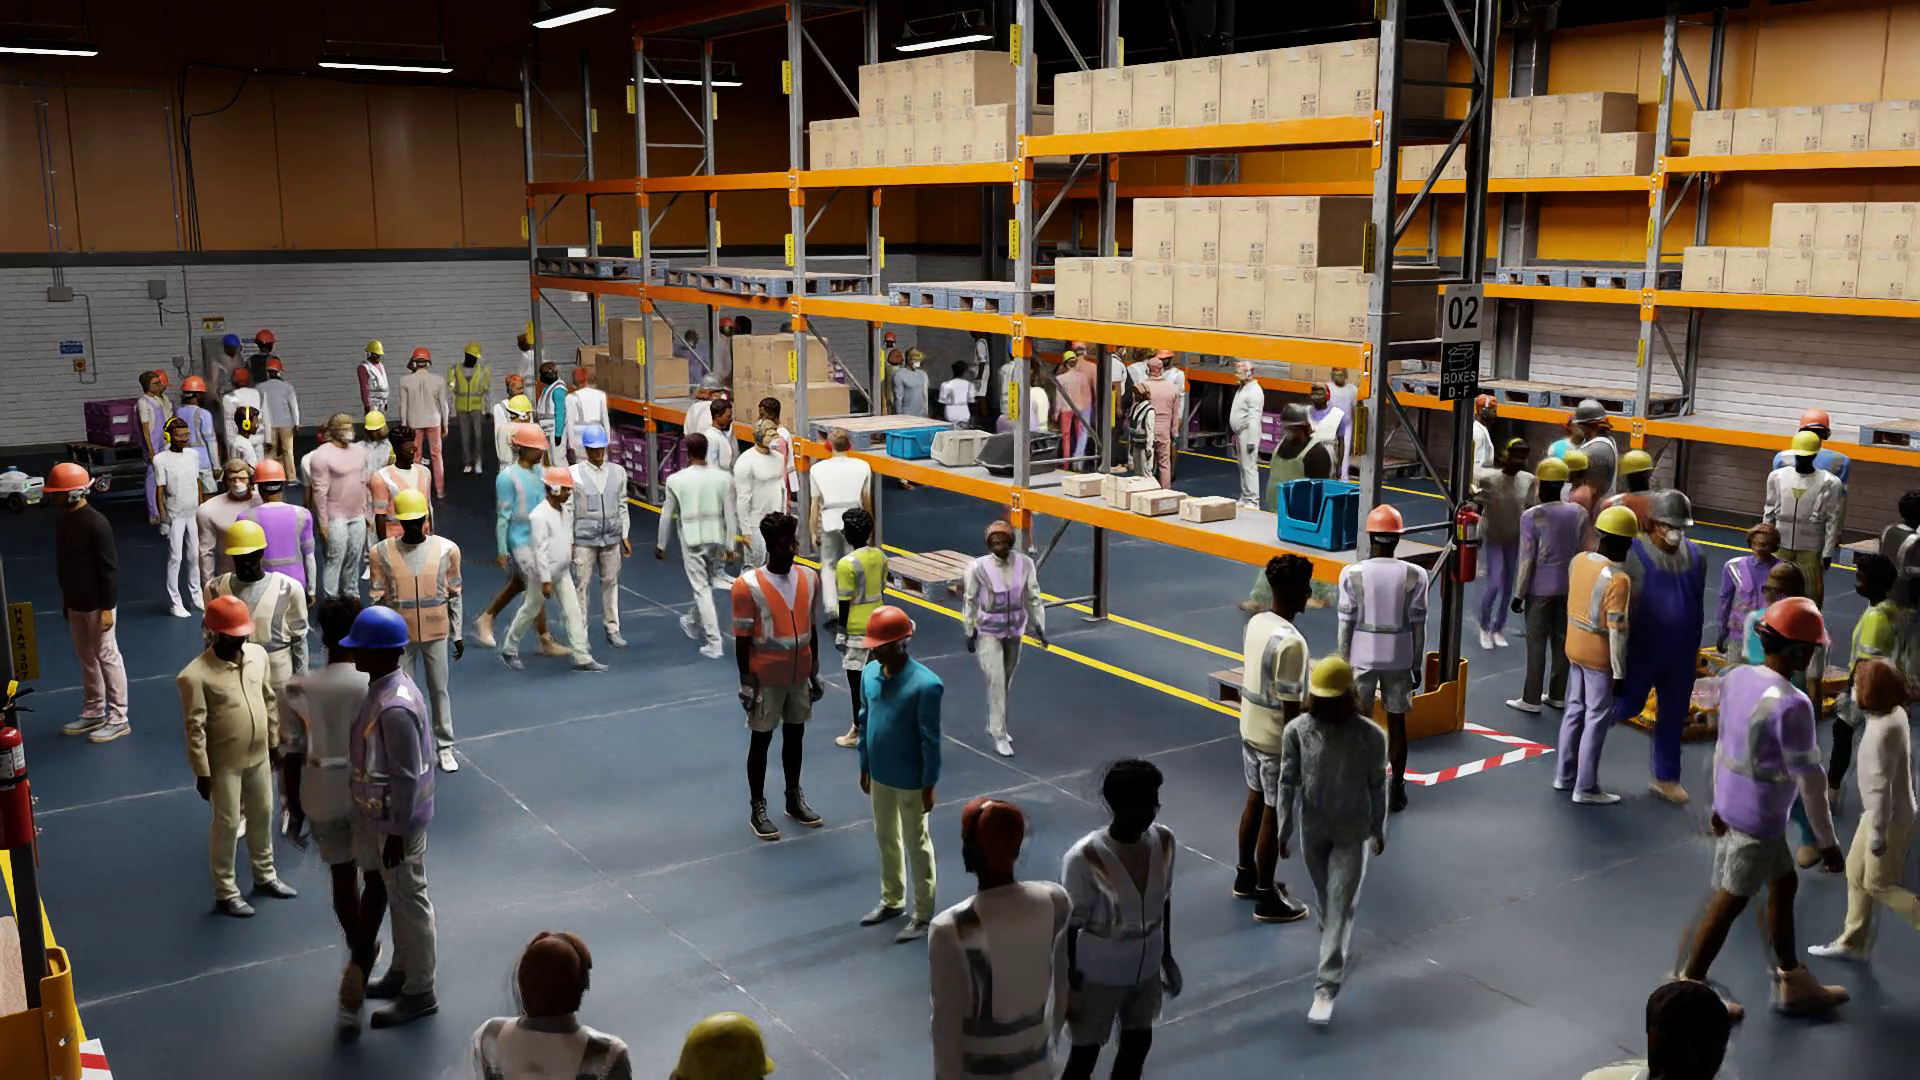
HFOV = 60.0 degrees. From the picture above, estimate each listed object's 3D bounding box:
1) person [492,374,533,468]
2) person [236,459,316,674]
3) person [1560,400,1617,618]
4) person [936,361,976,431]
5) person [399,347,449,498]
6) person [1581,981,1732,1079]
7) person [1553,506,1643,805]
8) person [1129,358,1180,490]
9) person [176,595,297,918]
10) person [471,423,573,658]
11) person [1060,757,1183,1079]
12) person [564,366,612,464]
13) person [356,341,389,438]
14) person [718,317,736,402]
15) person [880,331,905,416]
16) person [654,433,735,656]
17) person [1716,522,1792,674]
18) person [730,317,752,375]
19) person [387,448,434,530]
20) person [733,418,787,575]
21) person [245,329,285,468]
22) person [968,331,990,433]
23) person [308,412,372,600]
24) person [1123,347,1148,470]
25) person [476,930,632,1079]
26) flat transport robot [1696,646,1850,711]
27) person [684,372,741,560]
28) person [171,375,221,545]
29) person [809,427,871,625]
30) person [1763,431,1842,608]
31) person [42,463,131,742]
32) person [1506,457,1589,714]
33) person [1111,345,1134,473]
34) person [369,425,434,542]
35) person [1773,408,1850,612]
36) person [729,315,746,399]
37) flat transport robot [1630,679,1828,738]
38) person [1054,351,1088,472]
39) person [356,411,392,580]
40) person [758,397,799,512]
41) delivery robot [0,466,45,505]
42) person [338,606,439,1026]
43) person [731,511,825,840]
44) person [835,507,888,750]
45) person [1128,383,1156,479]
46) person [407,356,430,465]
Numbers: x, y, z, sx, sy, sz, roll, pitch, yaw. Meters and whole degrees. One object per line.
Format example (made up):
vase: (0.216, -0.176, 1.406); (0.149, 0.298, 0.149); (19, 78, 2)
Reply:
person: (-5.157, -0.988, 19.329); (0.352, 1.880, 0.577); (7, 13, 30)
person: (-5.057, 0.360, 12.320); (0.550, 1.925, 0.393); (-8, 14, -35)
person: (5.756, -0.296, 15.365); (0.537, 2.000, 0.678); (5, 12, 25)
person: (-0.095, -1.720, 23.648); (0.535, 1.647, 0.729); (-8, 13, -34)
person: (-7.028, -1.533, 21.848); (0.616, 1.986, 0.407); (-3, 12, -17)
person: (1.857, 1.964, 4.235); (0.956, 1.883, 0.607); (-10, 15, -42)
person: (4.029, 0.725, 10.478); (0.398, 1.914, 0.591); (-2, 11, -10)
person: (2.457, -1.360, 21.157); (0.651, 1.907, 0.409); (-3, 11, -16)
person: (-3.825, 1.136, 8.822); (0.356, 1.739, 0.573); (5, 12, 23)
person: (-3.765, -0.012, 14.073); (1.001, 2.001, 0.609); (3, 12, 17)
person: (0.575, 1.638, 6.380); (0.609, 1.687, 0.359); (-7, 13, -32)
person: (-4.537, -1.212, 20.526); (0.587, 1.859, 0.694); (-10, 15, -42)
person: (-8.844, -2.100, 25.163); (0.404, 1.822, 0.586); (2, 11, 9)
person: (-4.053, -2.815, 28.417); (0.480, 1.975, 0.638); (-1, 11, -7)
person: (-1.182, -2.649, 28.145); (0.566, 1.750, 0.341); (-2, 11, -11)
person: (-2.254, 0.018, 14.208); (0.611, 1.863, 1.008); (-8, 13, -34)
person: (5.471, 0.680, 11.425); (0.523, 1.632, 0.315); (7, 13, 33)
person: (-3.786, -2.952, 29.273); (0.597, 1.916, 0.371); (7, 13, 31)
person: (-4.916, -0.037, 14.806); (0.487, 1.744, 0.294); (0, 11, 0)
person: (-1.756, -0.130, 14.818); (0.358, 1.931, 0.633); (7, 13, 31)
person: (-10.114, -2.055, 24.357); (0.605, 2.045, 0.378); (4, 12, 19)
person: (0.327, -2.789, 28.321); (0.370, 1.963, 0.608); (0, 11, 0)
person: (-5.628, -0.206, 15.167); (0.354, 1.937, 0.635); (4, 12, 21)
person: (2.616, -1.947, 24.317); (0.507, 1.846, 0.343); (-3, 12, -17)
person: (-1.179, 1.940, 5.018); (0.509, 1.616, 0.550); (2, 11, 9)
flat transport robot: (6.384, 1.047, 13.036); (0.652, 0.197, 1.431); (-4, 12, -21)
person: (-2.645, -0.805, 17.972); (0.536, 2.000, 0.684); (-9, 14, -38)
person: (-8.467, -0.862, 18.528); (0.544, 1.938, 0.356); (4, 12, 20)
person: (-1.063, -0.096, 14.886); (0.566, 1.829, 0.458); (-2, 11, -11)
person: (7.061, 0.029, 14.019); (0.586, 1.919, 0.397); (10, 15, 41)
person: (-6.172, 0.435, 11.751); (0.612, 1.991, 0.391); (8, 13, 34)
person: (4.371, 0.340, 12.403); (0.588, 1.927, 0.365); (-5, 12, -23)
person: (2.271, -2.003, 24.103); (0.535, 2.000, 0.681); (-1, 11, -7)
person: (-4.656, 0.005, 14.019); (0.368, 1.966, 0.603); (6, 13, 29)
person: (7.424, -0.143, 14.612); (0.609, 2.035, 0.415); (4, 12, 22)
person: (-4.106, -3.287, 31.192); (0.430, 1.841, 0.624); (-3, 11, -15)
flat transport robot: (5.587, 1.202, 12.240); (1.431, 0.197, 0.652); (-4, 12, -20)
person: (1.598, -1.850, 24.046); (0.523, 1.760, 0.328); (-4, 12, -20)
person: (-5.926, -0.457, 16.973); (0.483, 1.736, 0.311); (-2, 11, -8)
person: (-1.828, -0.480, 16.668); (0.408, 1.907, 0.598); (-3, 11, -16)
delivery robot: (-11.912, -0.688, 20.947); (0.707, 0.478, 0.477); (3, 11, 17)
person: (-2.617, 1.250, 7.685); (0.380, 1.951, 0.603); (-5, 12, -26)
person: (-1.077, 0.794, 9.979); (0.605, 1.966, 0.367); (-9, 15, -40)
person: (-0.691, 0.611, 11.627); (0.318, 1.691, 0.535); (6, 13, 28)
person: (2.280, -1.151, 20.797); (0.313, 1.634, 0.514); (-4, 12, -20)
person: (-8.092, -1.945, 24.851); (0.283, 1.631, 0.503); (-3, 11, -14)
